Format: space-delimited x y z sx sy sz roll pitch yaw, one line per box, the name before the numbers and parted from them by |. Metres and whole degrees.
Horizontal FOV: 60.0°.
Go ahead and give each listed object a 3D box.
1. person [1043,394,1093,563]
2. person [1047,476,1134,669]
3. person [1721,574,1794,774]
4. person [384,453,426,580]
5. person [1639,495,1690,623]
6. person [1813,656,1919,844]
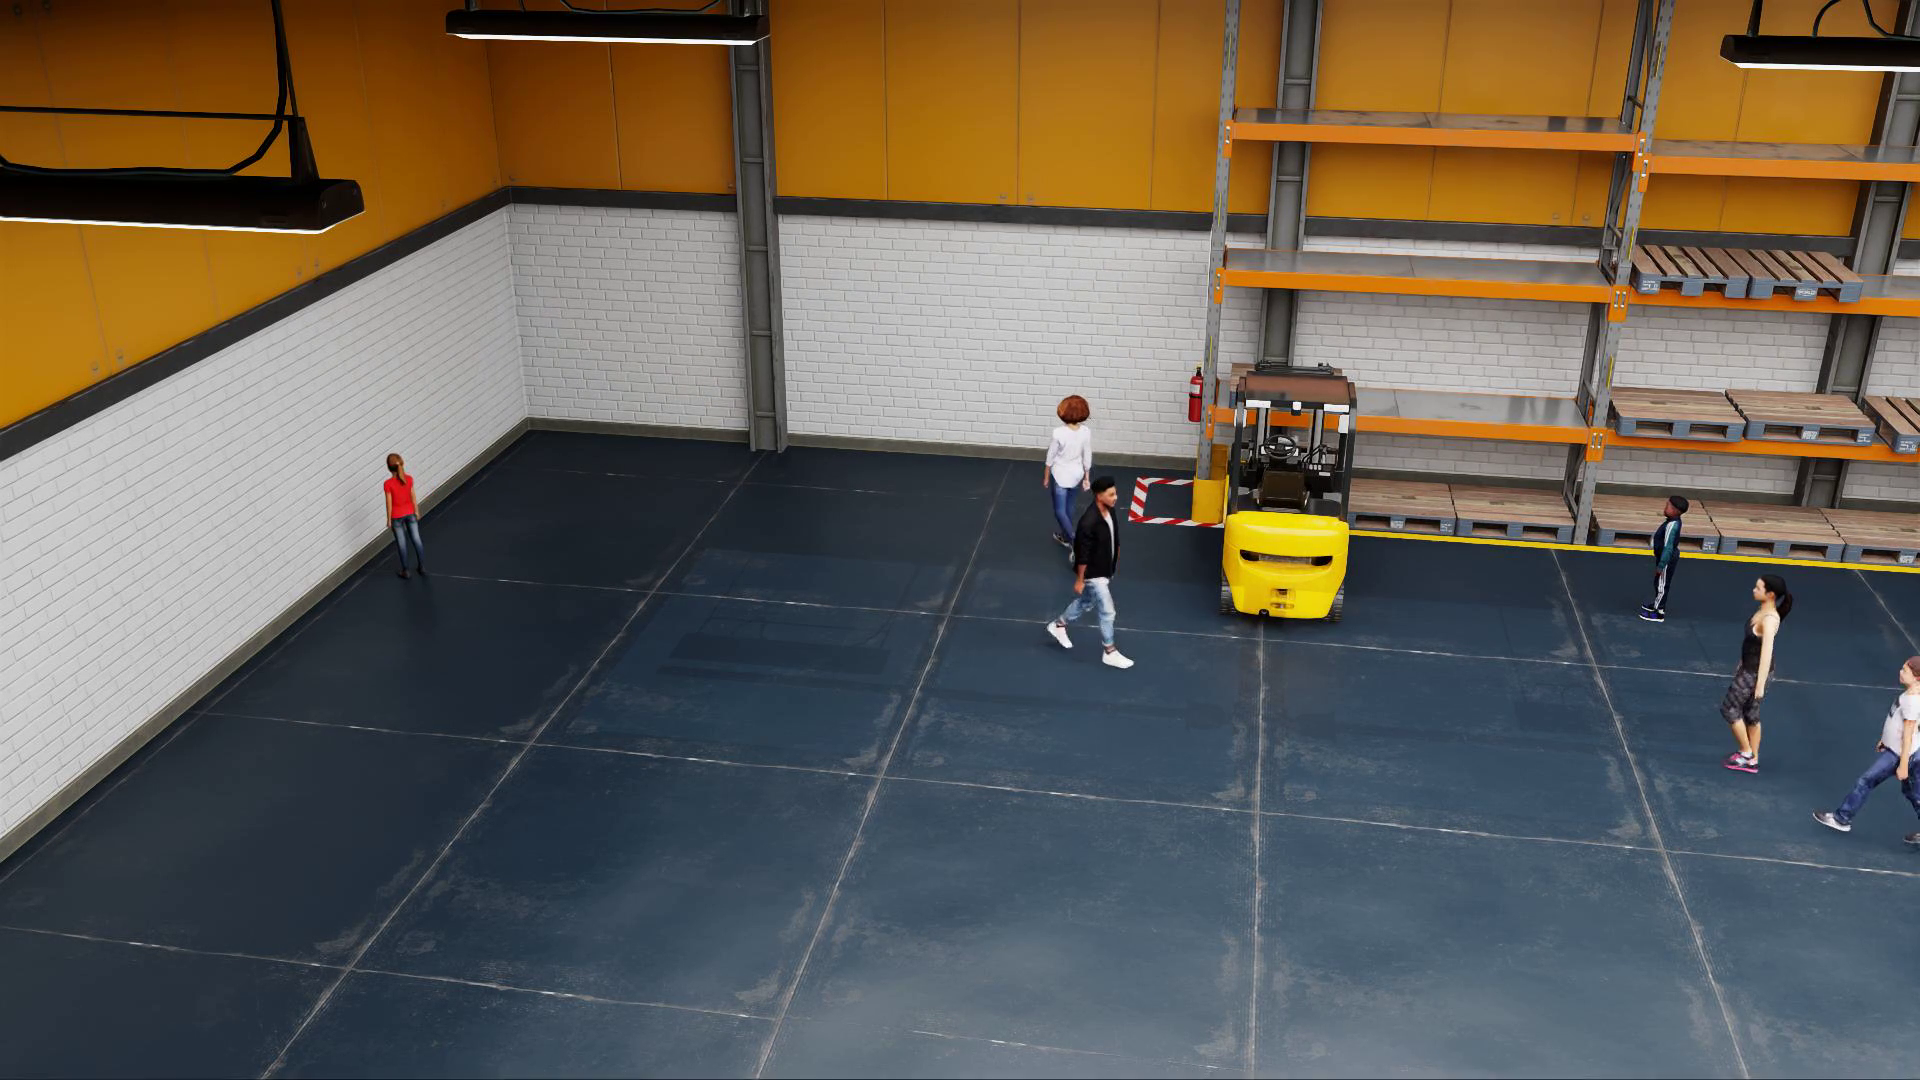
person | 1.138 -0.627 17.112 1.090 1.685 1.055 -10 25 -21
person | 1.140 0.250 14.997 1.252 1.773 0.950 12 26 26
person | 6.397 1.086 13.158 0.654 1.714 0.628 10 26 22
person | -5.594 -0.247 16.712 0.569 1.309 0.617 -19 30 -37
person | 6.731 0.160 15.848 0.546 1.256 0.553 12 26 25
person | 7.021 1.590 12.248 1.158 1.520 0.853 15 28 31
